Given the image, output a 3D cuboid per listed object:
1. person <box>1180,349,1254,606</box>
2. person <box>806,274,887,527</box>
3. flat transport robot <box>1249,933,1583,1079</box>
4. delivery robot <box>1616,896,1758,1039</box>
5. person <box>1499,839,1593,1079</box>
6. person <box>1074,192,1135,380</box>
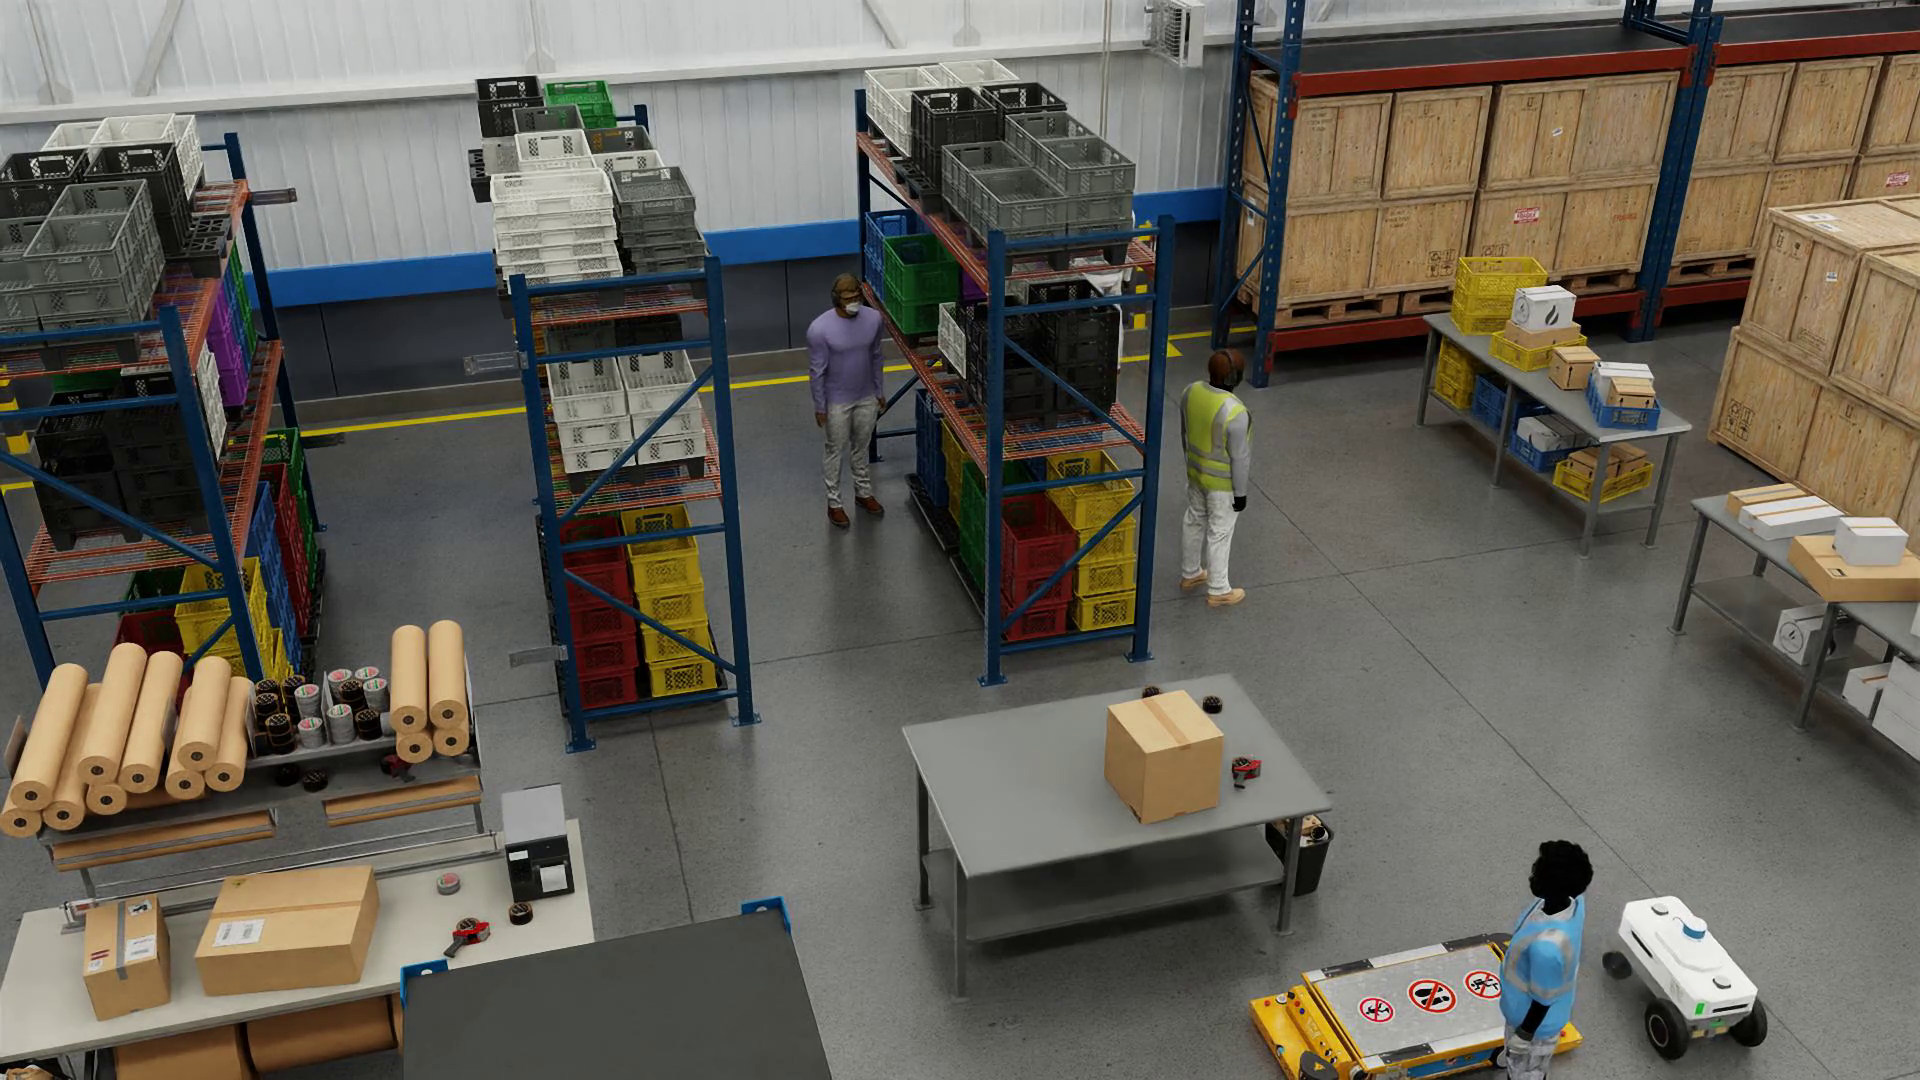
[{"bbox_3d":[1.752,-0.432,11.300,0.429,1.843,0.630,-16,33,-27],"label":"person"},{"bbox_3d":[-0.819,-1.049,12.323,0.636,1.939,0.365,-20,34,-31],"label":"person"},{"bbox_3d":[2.184,2.282,7.980,1.431,0.197,0.652,-8,30,-14],"label":"flat transport robot"},{"bbox_3d":[3.507,2.037,8.041,0.477,0.478,0.707,-6,29,-10],"label":"delivery robot"},{"bbox_3d":[2.434,1.972,7.072,0.315,1.696,0.541,13,31,23],"label":"person"},{"bbox_3d":[1.252,-2.299,14.653,0.584,1.882,0.337,-12,31,-20],"label":"person"}]
